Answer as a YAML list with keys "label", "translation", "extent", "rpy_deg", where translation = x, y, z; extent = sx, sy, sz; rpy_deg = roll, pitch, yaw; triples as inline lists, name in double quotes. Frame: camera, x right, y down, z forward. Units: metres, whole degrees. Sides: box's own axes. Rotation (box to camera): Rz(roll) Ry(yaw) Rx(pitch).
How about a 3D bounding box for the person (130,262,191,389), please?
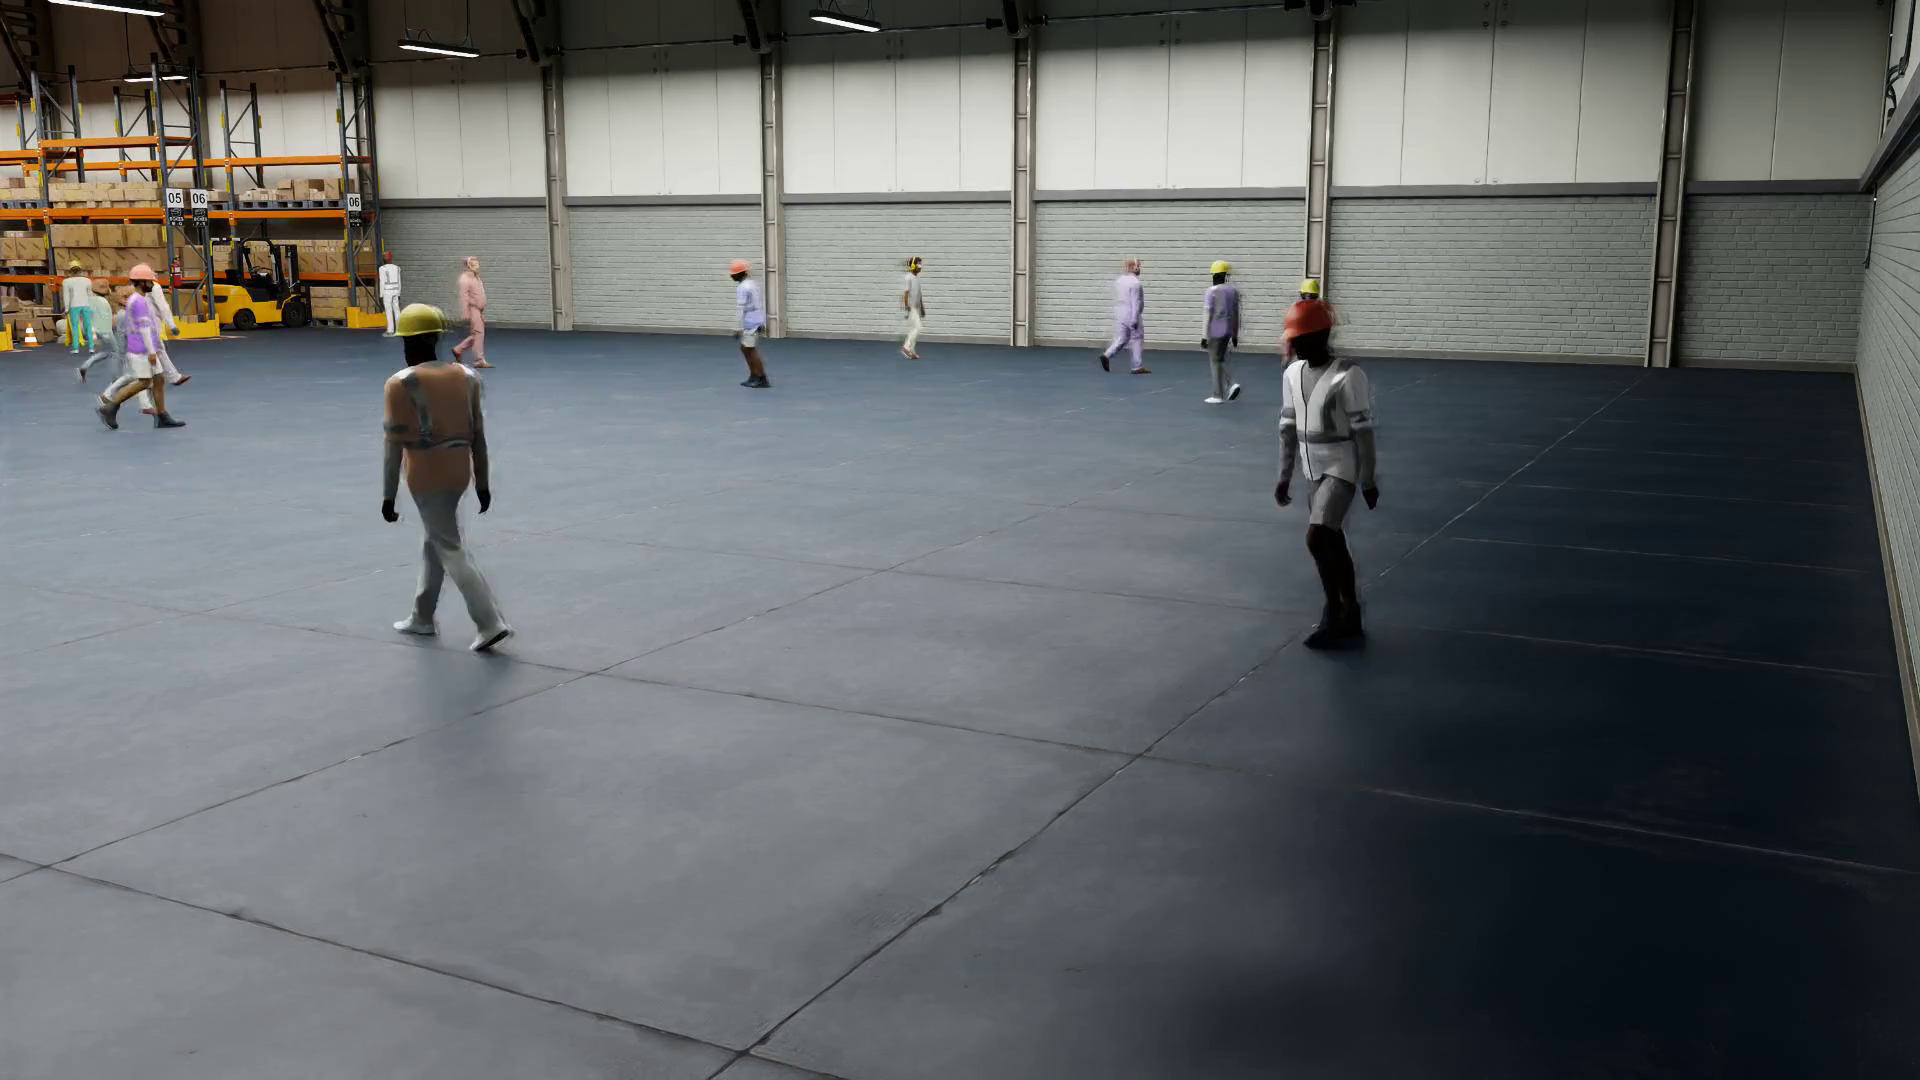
- label: "person"
  translation: [-11.836, -3.142, 24.423]
  extent: [0.668, 1.834, 1.005]
  rpy_deg: [8, 13, 36]

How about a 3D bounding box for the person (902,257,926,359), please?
- label: "person"
  translation: [-0.807, -4.181, 30.077]
  extent: [0.418, 1.855, 0.527]
  rpy_deg: [3, 11, 18]

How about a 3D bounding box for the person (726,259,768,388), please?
- label: "person"
  translation: [-3.112, -3.167, 24.430]
  extent: [0.596, 1.885, 0.582]
  rpy_deg: [1, 10, 7]

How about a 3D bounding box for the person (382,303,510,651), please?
- label: "person"
  translation: [-2.814, -0.339, 9.048]
  extent: [0.972, 1.885, 0.597]
  rpy_deg: [6, 12, 30]

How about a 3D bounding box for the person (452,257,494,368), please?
- label: "person"
  translation: [-8.273, -3.843, 28.117]
  extent: [0.687, 1.882, 0.654]
  rpy_deg: [0, 10, 3]

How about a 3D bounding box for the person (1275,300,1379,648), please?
- label: "person"
  translation: [2.002, -0.363, 9.124]
  extent: [0.678, 1.889, 0.539]
  rpy_deg: [-5, 12, -25]

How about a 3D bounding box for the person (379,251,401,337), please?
- label: "person"
  translation: [-12.637, -5.451, 36.894]
  extent: [0.337, 1.883, 0.583]
  rpy_deg: [5, 12, 28]

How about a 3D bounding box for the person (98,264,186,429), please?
- label: "person"
  translation: [-9.506, -2.215, 19.197]
  extent: [0.823, 1.912, 0.555]
  rpy_deg: [-5, 11, -24]

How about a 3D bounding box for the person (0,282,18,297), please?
- label: "person"
  translation: [-24.357, -6.533, 42.501]
  extent: [0.392, 1.991, 0.612]
  rpy_deg: [3, 11, 18]

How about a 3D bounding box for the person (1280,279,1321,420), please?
- label: "person"
  translation: [3.901, -2.083, 18.864]
  extent: [0.555, 1.751, 0.398]
  rpy_deg: [-6, 12, -28]

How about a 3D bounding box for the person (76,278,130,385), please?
- label: "person"
  translation: [-12.795, -3.084, 24.737]
  extent: [0.631, 1.608, 0.503]
  rpy_deg: [-10, 14, -43]

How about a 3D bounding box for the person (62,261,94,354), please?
- label: "person"
  translation: [-16.733, -4.402, 31.571]
  extent: [0.538, 1.755, 0.417]
  rpy_deg: [-9, 14, -41]

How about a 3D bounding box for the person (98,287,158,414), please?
- label: "person"
  translation: [-10.456, -2.367, 20.832]
  extent: [0.734, 1.607, 0.501]
  rpy_deg: [-2, 11, -10]

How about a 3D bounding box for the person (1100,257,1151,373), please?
- label: "person"
  translation: [2.706, -3.632, 26.964]
  extent: [0.764, 1.887, 0.644]
  rpy_deg: [-5, 11, -24]

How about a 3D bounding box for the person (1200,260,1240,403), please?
- label: "person"
  translation: [3.464, -2.766, 22.188]
  extent: [0.586, 1.913, 0.434]
  rpy_deg: [-9, 14, -41]
